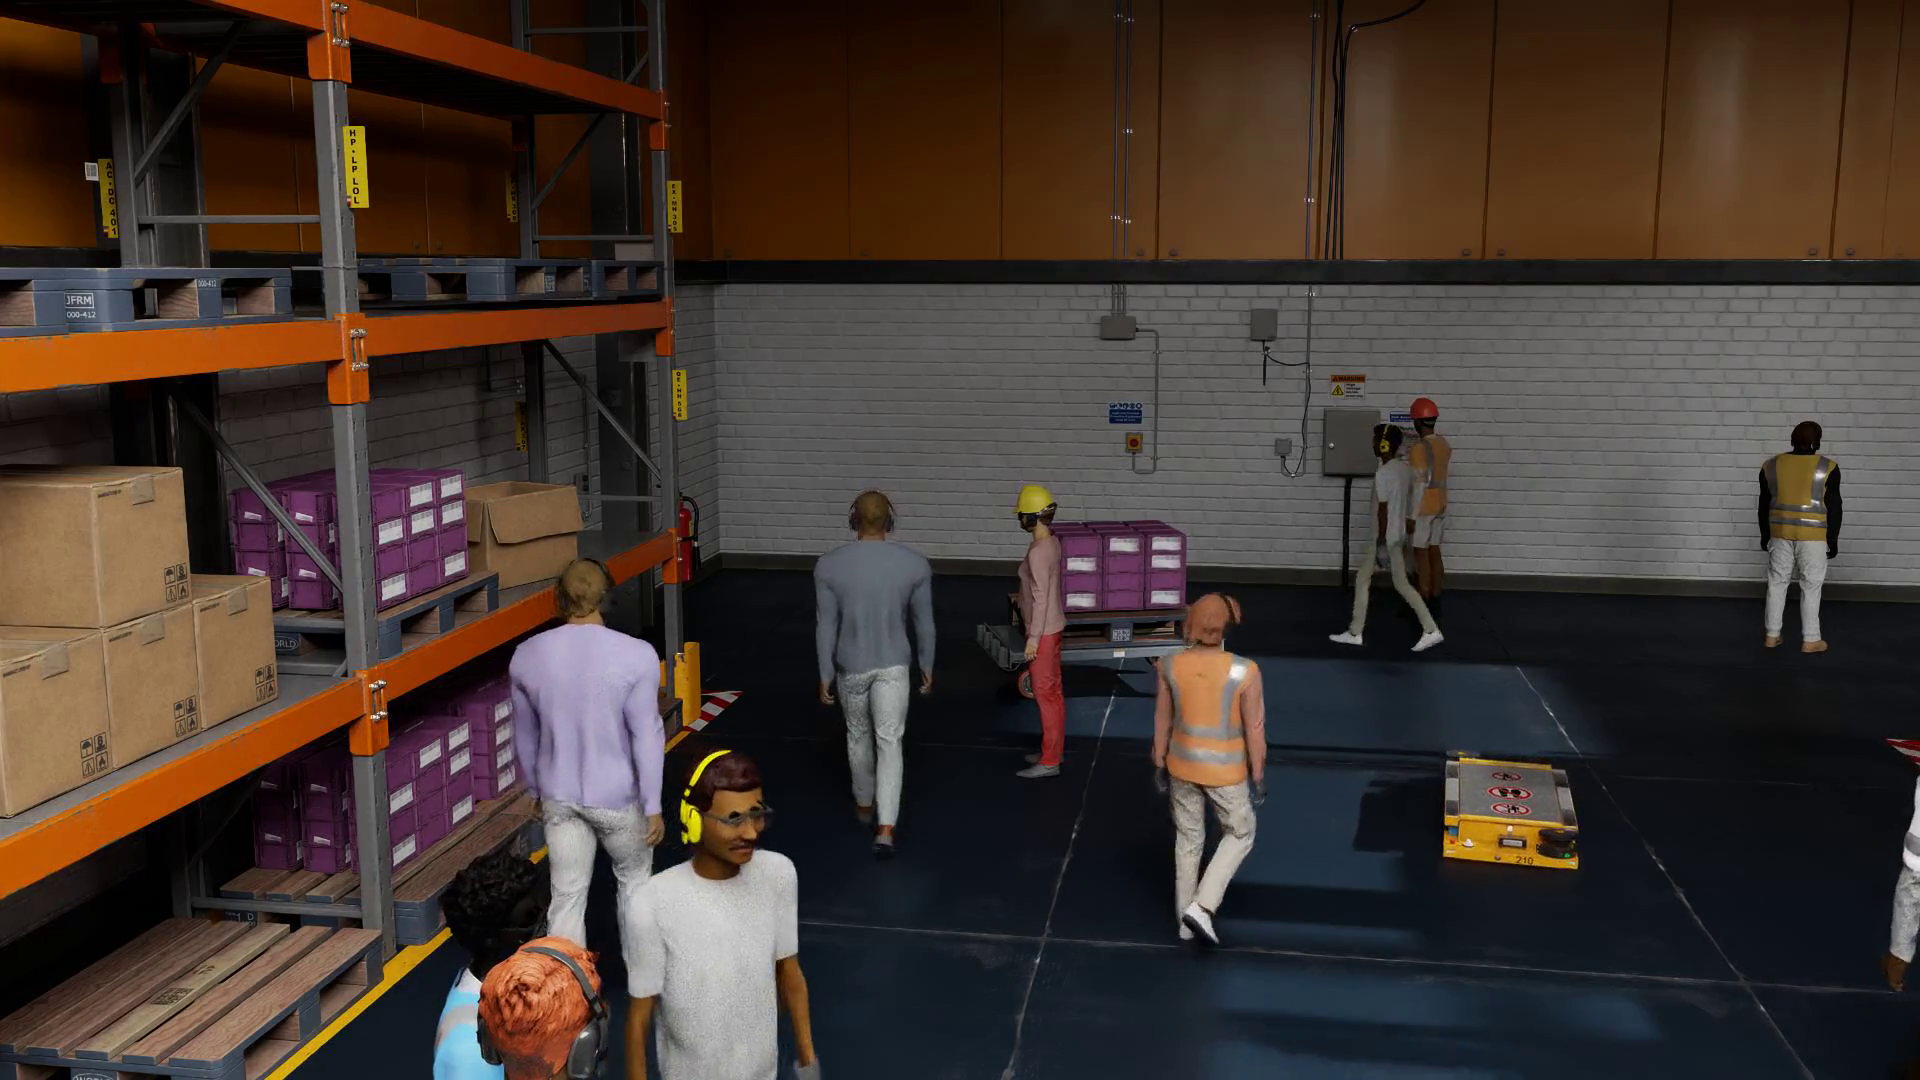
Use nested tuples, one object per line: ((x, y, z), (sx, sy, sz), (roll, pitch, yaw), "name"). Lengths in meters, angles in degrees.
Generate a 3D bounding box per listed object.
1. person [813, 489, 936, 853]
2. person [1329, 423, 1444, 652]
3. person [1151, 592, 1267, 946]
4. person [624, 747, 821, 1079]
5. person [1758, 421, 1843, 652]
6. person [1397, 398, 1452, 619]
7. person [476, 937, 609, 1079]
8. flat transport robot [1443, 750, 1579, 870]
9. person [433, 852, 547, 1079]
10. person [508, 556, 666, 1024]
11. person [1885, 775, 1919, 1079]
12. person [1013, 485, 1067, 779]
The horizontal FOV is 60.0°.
((-0.448, 0.672, 8.819), (0.647, 1.898, 1.010), (-1, 9, -4), "person")
((3.461, -0.019, 13.271), (0.936, 1.837, 0.529), (8, 12, 40), "person")
((1.075, 1.039, 7.354), (0.565, 1.626, 0.435), (6, 11, 32), "person")
((-0.572, 1.429, 4.242), (0.378, 1.856, 0.528), (9, 13, 44), "person")
((6.708, -0.029, 13.289), (0.428, 1.845, 0.621), (-9, 13, -43), "person")
((4.037, -0.271, 14.498), (0.376, 1.934, 0.546), (9, 13, 43), "person")
((-0.712, 1.622, 2.982), (0.573, 1.883, 0.356), (1, 9, 7), "person")
((2.975, 1.442, 9.048), (0.652, 0.197, 1.431), (3, 10, 16), "flat transport robot")
((-1.080, 1.558, 3.945), (0.316, 1.695, 0.542), (-1, 9, -7), "person")
((-1.443, 0.999, 6.719), (0.661, 1.910, 0.832), (2, 9, 10), "person")
((3.254, 1.251, 5.301), (0.550, 1.884, 1.031), (0, 9, 1), "person")
((0.469, 0.547, 9.972), (0.327, 1.765, 0.528), (2, 9, 13), "person")
